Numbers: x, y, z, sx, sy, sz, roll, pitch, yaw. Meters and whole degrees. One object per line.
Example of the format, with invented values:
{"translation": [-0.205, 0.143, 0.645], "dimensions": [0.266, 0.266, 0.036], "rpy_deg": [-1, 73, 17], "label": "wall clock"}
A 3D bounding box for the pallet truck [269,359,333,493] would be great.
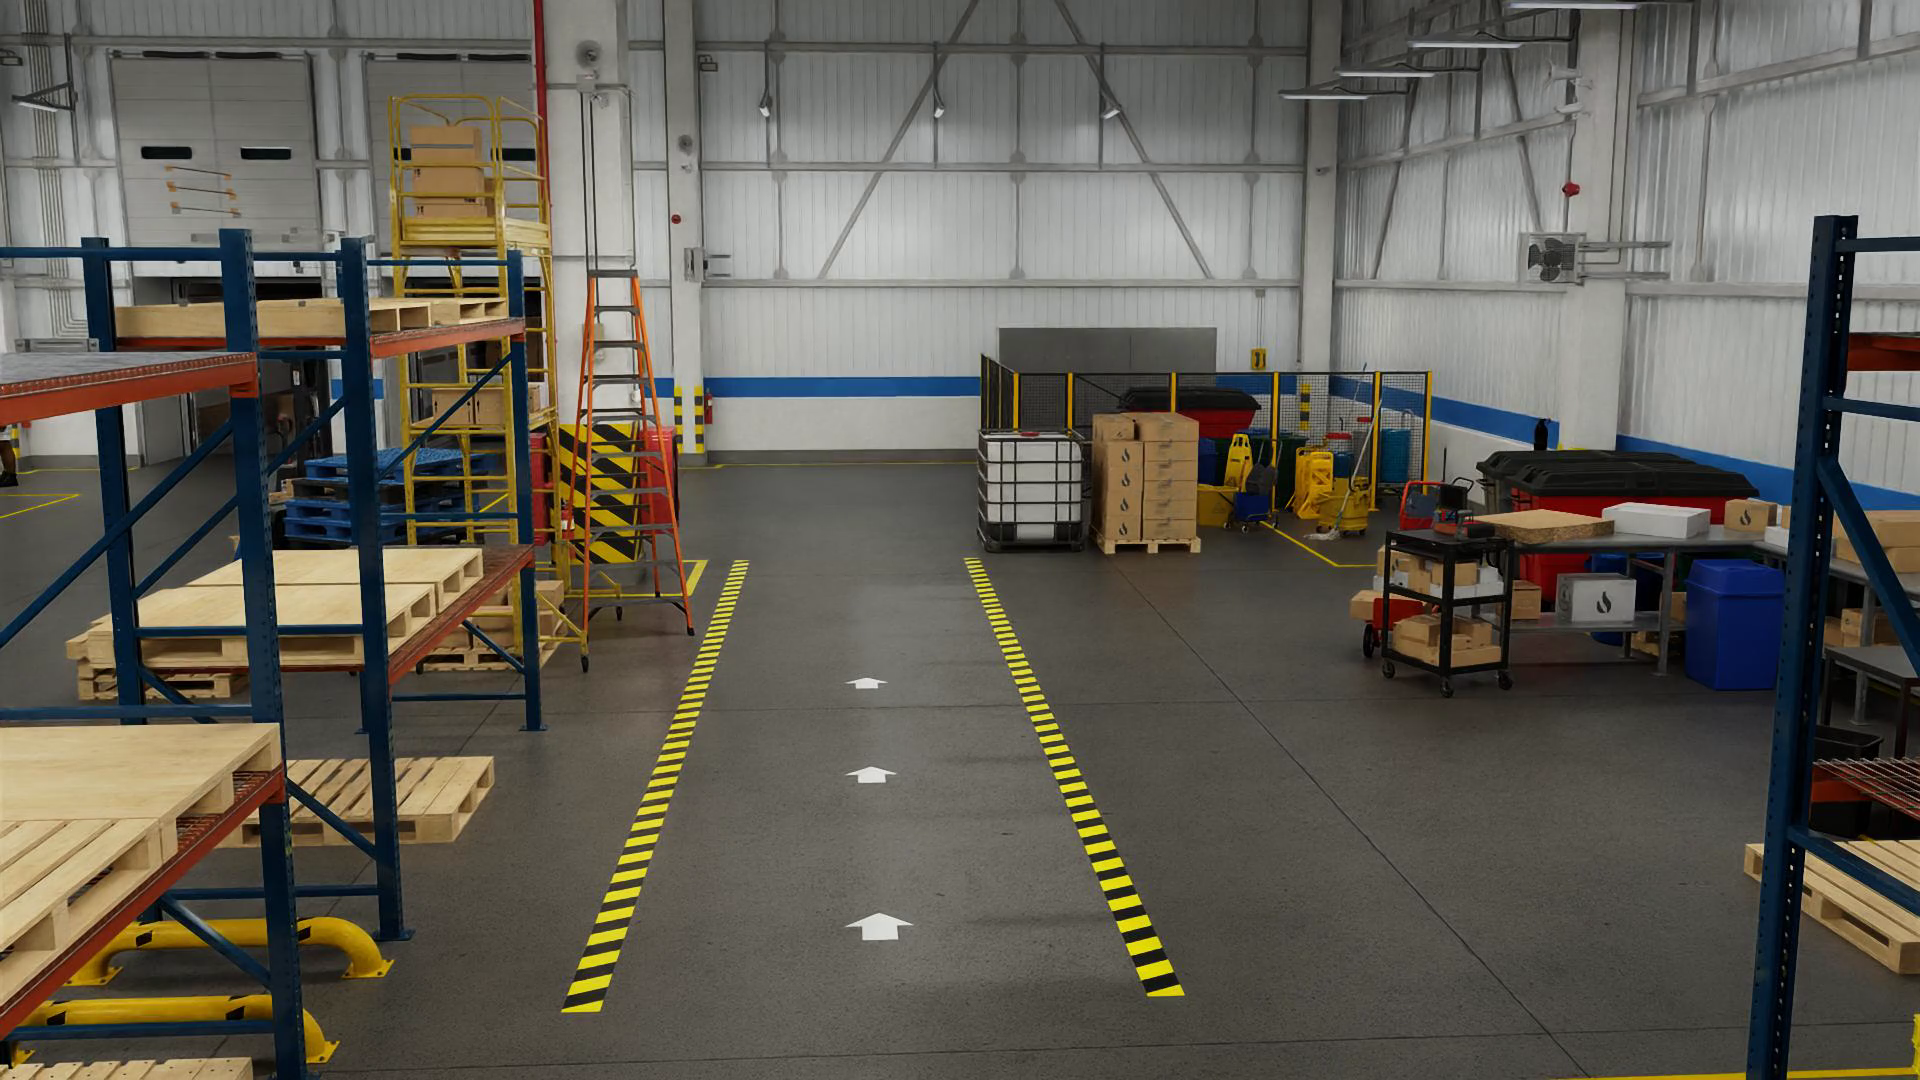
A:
{"translation": [-7.062, -1.131, 18.996], "dimensions": [1.885, 1.965, 0.823], "rpy_deg": [2, 9, 13], "label": "pallet truck"}

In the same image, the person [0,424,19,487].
{"translation": [-13.117, -1.679, 22.656], "dimensions": [0.389, 1.930, 0.544], "rpy_deg": [-9, 12, -43], "label": "person"}
